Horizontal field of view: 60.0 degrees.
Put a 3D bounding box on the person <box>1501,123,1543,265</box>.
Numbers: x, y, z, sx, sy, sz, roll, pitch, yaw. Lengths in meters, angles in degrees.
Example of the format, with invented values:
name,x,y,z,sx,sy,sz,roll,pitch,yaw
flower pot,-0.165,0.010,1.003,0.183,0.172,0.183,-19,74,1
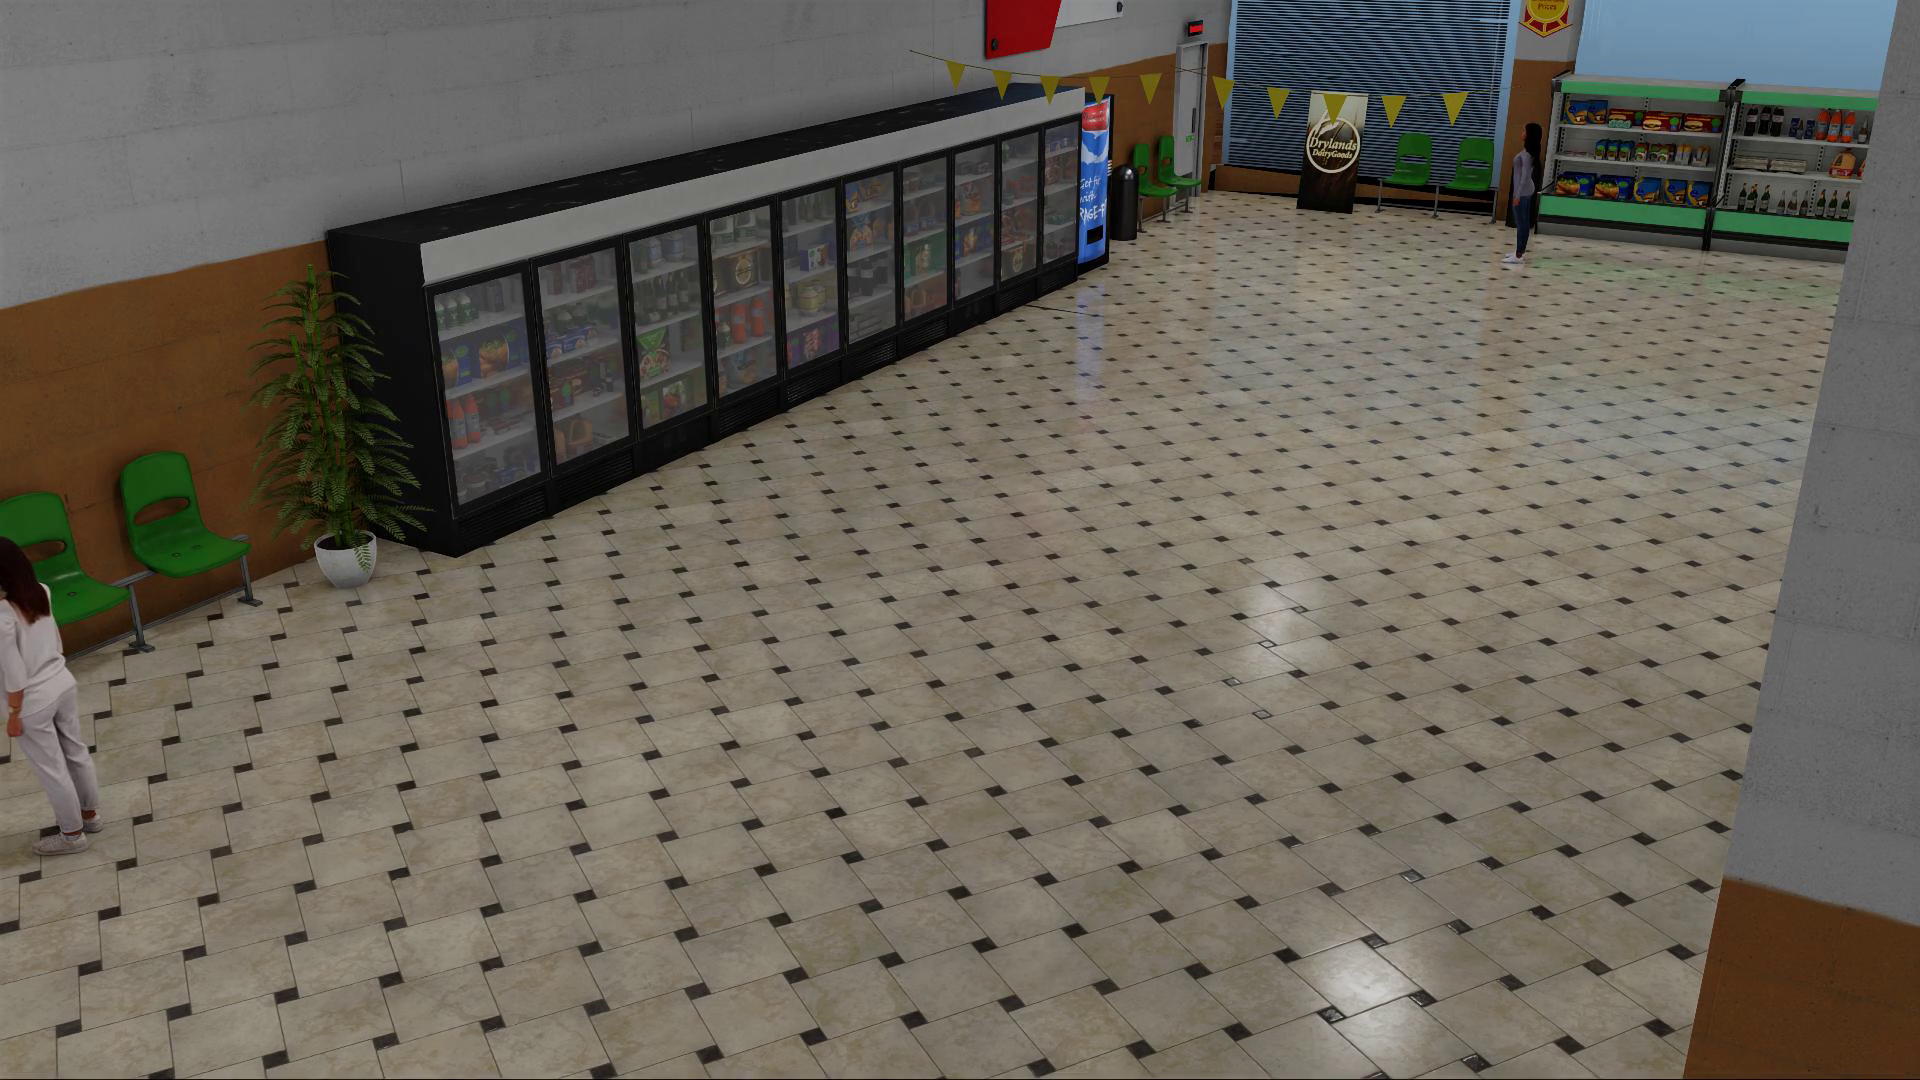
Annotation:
name,x,y,z,sx,sy,sz,roll,pitch,yaw
person,7.122,-4.372,20.970,0.509,1.736,0.595,12,25,27

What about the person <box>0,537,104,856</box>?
name,x,y,z,sx,sy,sz,roll,pitch,yaw
person,-4.565,0.766,8.246,0.683,1.689,0.679,1,22,2
